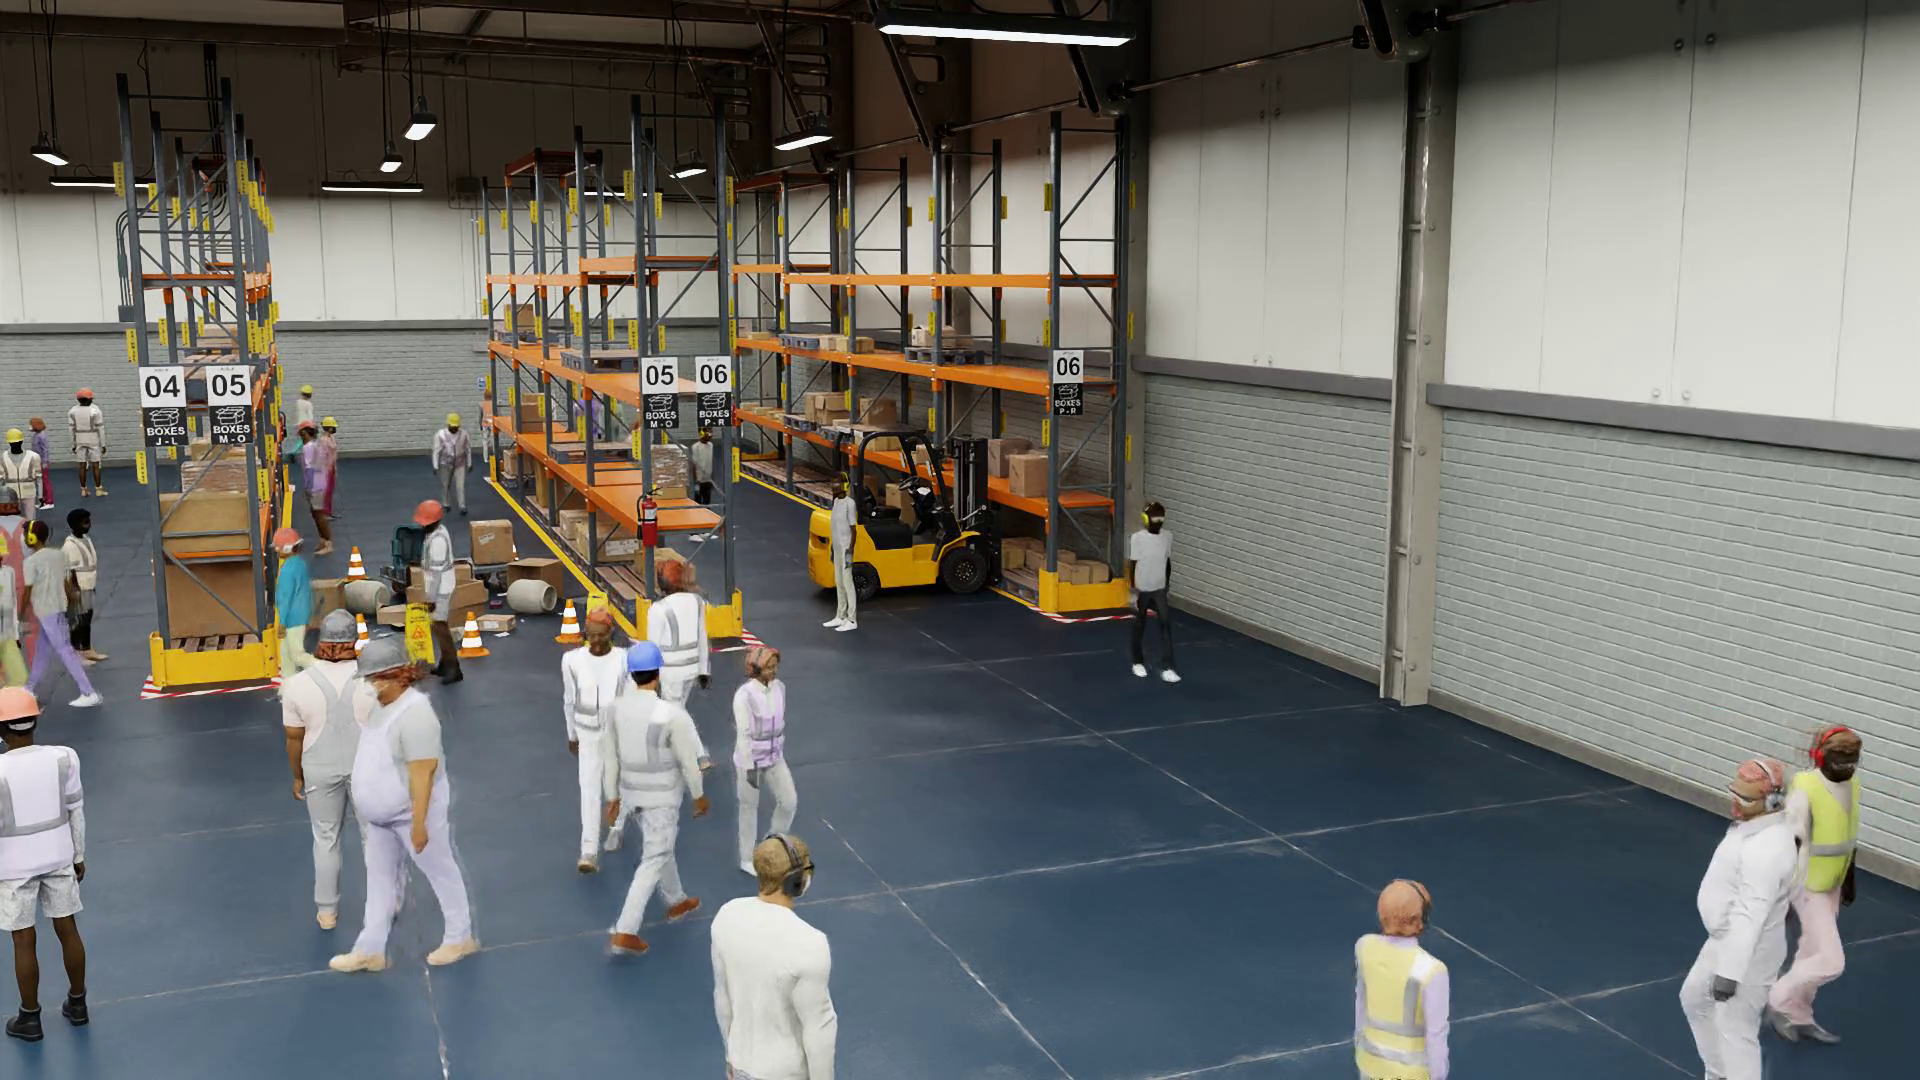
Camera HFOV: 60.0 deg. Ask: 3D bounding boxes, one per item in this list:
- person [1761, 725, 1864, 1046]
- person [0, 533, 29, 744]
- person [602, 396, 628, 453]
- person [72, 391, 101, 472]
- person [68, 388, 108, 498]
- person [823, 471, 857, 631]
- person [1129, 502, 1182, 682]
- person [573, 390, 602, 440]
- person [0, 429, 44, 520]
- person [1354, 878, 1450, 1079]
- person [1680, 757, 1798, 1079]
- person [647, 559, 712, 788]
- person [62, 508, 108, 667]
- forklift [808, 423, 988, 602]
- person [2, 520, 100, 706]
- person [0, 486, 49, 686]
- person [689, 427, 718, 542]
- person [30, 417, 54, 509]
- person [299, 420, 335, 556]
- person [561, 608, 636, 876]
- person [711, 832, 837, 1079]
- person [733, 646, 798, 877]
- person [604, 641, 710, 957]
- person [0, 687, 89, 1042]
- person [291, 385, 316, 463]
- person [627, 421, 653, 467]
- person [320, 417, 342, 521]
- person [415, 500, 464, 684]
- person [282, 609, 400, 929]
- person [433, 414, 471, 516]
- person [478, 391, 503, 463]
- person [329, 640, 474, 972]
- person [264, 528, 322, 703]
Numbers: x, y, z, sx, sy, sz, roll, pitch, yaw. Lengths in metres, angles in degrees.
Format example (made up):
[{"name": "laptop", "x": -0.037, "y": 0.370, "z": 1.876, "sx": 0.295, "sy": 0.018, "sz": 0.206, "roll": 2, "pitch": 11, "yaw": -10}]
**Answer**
[{"name": "person", "x": 4.535, "y": 1.836, "z": 8.783, "sx": 0.674, "sy": 1.812, "sz": 0.455, "roll": -7, "pitch": 11, "yaw": -38}, {"name": "person", "x": -8.506, "y": 0.864, "z": 14.632, "sx": 0.499, "sy": 1.900, "sz": 0.623, "roll": 3, "pitch": 10, "yaw": 20}, {"name": "person", "x": -7.531, "y": -2.429, "z": 36.342, "sx": 0.824, "sy": 1.587, "sz": 0.517, "roll": 8, "pitch": 12, "yaw": 40}, {"name": "person", "x": -18.365, "y": -2.279, "z": 34.947, "sx": 0.574, "sy": 1.738, "sz": 0.352, "roll": -2, "pitch": 9, "yaw": -10}, {"name": "person", "x": -16.247, "y": -1.806, "z": 31.013, "sx": 0.614, "sy": 2.039, "sz": 0.390, "roll": -1, "pitch": 9, "yaw": -5}, {"name": "person", "x": -1.387, "y": 0.123, "z": 19.394, "sx": 0.323, "sy": 1.876, "sz": 0.530, "roll": -5, "pitch": 10, "yaw": -30}, {"name": "person", "x": 1.959, "y": 0.537, "z": 16.896, "sx": 0.533, "sy": 1.839, "sz": 0.899, "roll": -3, "pitch": 9, "yaw": -16}, {"name": "person", "x": -7.802, "y": -2.265, "z": 34.683, "sx": 0.620, "sy": 1.794, "sz": 0.969, "roll": -4, "pitch": 10, "yaw": -26}, {"name": "person", "x": -13.628, "y": -0.655, "z": 24.127, "sx": 0.593, "sy": 1.925, "sz": 0.384, "roll": -4, "pitch": 10, "yaw": -24}, {"name": "person", "x": 1.831, "y": 2.227, "z": 6.961, "sx": 0.404, "sy": 1.610, "sz": 0.539, "roll": -7, "pitch": 11, "yaw": -36}, {"name": "person", "x": 3.653, "y": 1.936, "z": 7.954, "sx": 0.554, "sy": 1.878, "sz": 0.675, "roll": 4, "pitch": 10, "yaw": 22}, {"name": "person", "x": -2.303, "y": 1.076, "z": 13.404, "sx": 0.409, "sy": 1.870, "sz": 0.576, "roll": 5, "pitch": 10, "yaw": 30}, {"name": "person", "x": -9.306, "y": 0.500, "z": 17.609, "sx": 0.319, "sy": 1.689, "sz": 0.539, "roll": -1, "pitch": 9, "yaw": -8}, {"name": "forklift", "x": -0.830, "y": -0.399, "z": 21.676, "sx": 2.313, "sy": 2.155, "sz": 1.214, "roll": -4, "pitch": 10, "yaw": -21}, {"name": "person", "x": -8.755, "y": 0.711, "z": 15.899, "sx": 1.035, "sy": 1.815, "sz": 0.534, "roll": 1, "pitch": 9, "yaw": 7}, {"name": "person", "x": -9.617, "y": 0.443, "z": 16.860, "sx": 0.685, "sy": 2.000, "sz": 0.535, "roll": -7, "pitch": 12, "yaw": -38}, {"name": "person", "x": -4.000, "y": -0.901, "z": 25.928, "sx": 0.372, "sy": 1.855, "sz": 0.527, "roll": 5, "pitch": 10, "yaw": 29}, {"name": "person", "x": -16.296, "y": -1.358, "z": 29.474, "sx": 0.509, "sy": 1.631, "sz": 0.268, "roll": 9, "pitch": 13, "yaw": 44}, {"name": "person", "x": -9.549, "y": -0.771, "z": 24.676, "sx": 0.491, "sy": 1.990, "sz": 0.685, "roll": -1, "pitch": 9, "yaw": -8}, {"name": "person", "x": -2.484, "y": 1.382, "z": 11.613, "sx": 0.588, "sy": 1.820, "sz": 1.052, "roll": 0, "pitch": 9, "yaw": -3}, {"name": "person", "x": -0.732, "y": 2.112, "z": 6.676, "sx": 0.636, "sy": 1.937, "sz": 0.357, "roll": 8, "pitch": 12, "yaw": 41}, {"name": "person", "x": -1.341, "y": 1.522, "z": 11.373, "sx": 0.439, "sy": 1.621, "sz": 0.507, "roll": 7, "pitch": 11, "yaw": 37}, {"name": "person", "x": -1.902, "y": 1.562, "z": 10.264, "sx": 0.601, "sy": 1.897, "sz": 0.971, "roll": 6, "pitch": 11, "yaw": 35}, {"name": "person", "x": -5.034, "y": 1.743, "z": 9.017, "sx": 0.370, "sy": 1.932, "sz": 0.541, "roll": 8, "pitch": 12, "yaw": 40}, {"name": "person", "x": -14.294, "y": -2.507, "z": 36.323, "sx": 0.564, "sy": 1.751, "sz": 0.615, "roll": 7, "pitch": 11, "yaw": 36}, {"name": "person", "x": -5.600, "y": -1.309, "z": 29.292, "sx": 0.515, "sy": 1.581, "sz": 0.863, "roll": -5, "pitch": 11, "yaw": -31}, {"name": "person", "x": -10.652, "y": -1.206, "z": 28.144, "sx": 0.352, "sy": 1.757, "sz": 0.519, "roll": -1, "pitch": 9, "yaw": -5}, {"name": "person", "x": -5.300, "y": 0.514, "z": 16.915, "sx": 0.385, "sy": 1.888, "sz": 0.665, "roll": -2, "pitch": 9, "yaw": -15}, {"name": "person", "x": -3.913, "y": 1.437, "z": 10.599, "sx": 0.688, "sy": 2.000, "sz": 0.536, "roll": -3, "pitch": 10, "yaw": -18}, {"name": "person", "x": -8.772, "y": -1.305, "z": 28.741, "sx": 0.651, "sy": 1.765, "sz": 0.968, "roll": -4, "pitch": 10, "yaw": -26}, {"name": "person", "x": -10.361, "y": -2.505, "z": 36.672, "sx": 0.514, "sy": 1.641, "sz": 0.315, "roll": 2, "pitch": 9, "yaw": 10}, {"name": "person", "x": -3.340, "y": 1.562, "z": 9.818, "sx": 0.917, "sy": 2.000, "sz": 0.801, "roll": -8, "pitch": 12, "yaw": -40}, {"name": "person", "x": -6.349, "y": 0.732, "z": 16.020, "sx": 0.721, "sy": 1.730, "sz": 0.575, "roll": -2, "pitch": 9, "yaw": -12}]
